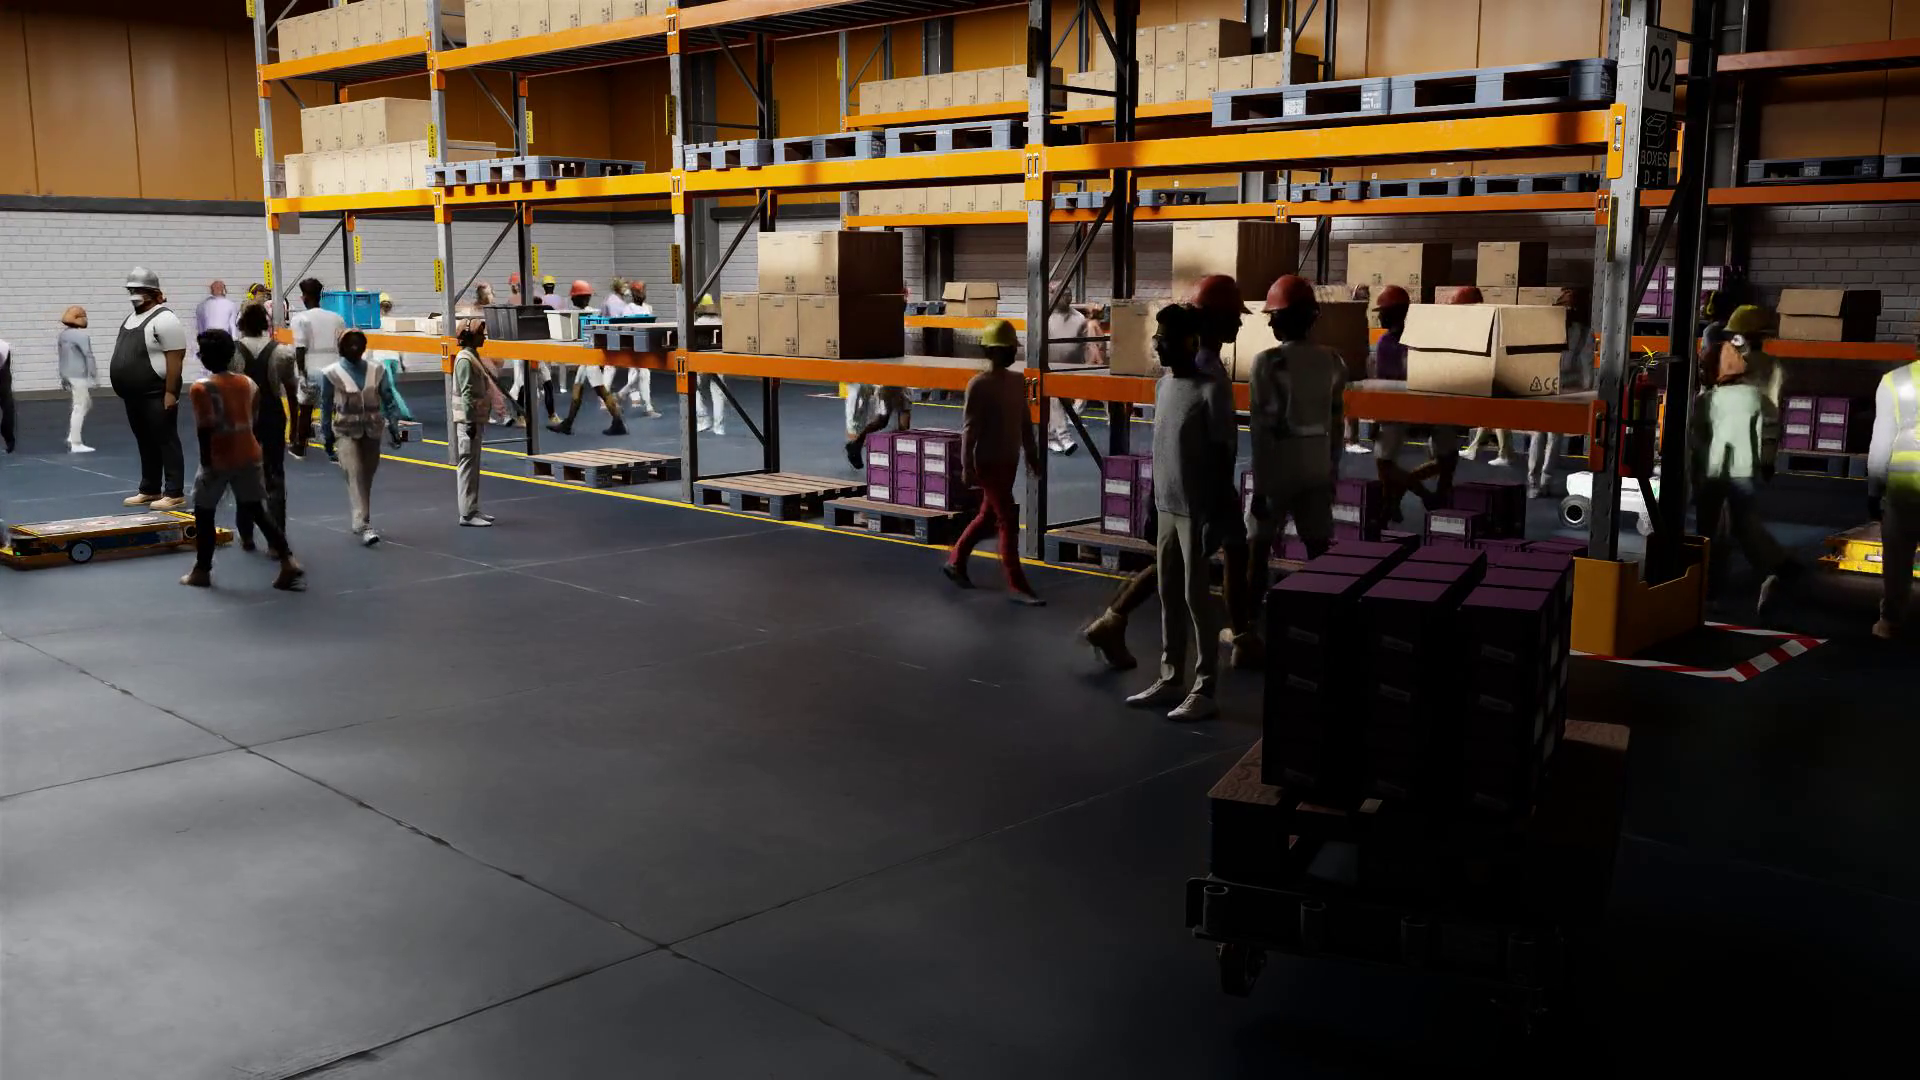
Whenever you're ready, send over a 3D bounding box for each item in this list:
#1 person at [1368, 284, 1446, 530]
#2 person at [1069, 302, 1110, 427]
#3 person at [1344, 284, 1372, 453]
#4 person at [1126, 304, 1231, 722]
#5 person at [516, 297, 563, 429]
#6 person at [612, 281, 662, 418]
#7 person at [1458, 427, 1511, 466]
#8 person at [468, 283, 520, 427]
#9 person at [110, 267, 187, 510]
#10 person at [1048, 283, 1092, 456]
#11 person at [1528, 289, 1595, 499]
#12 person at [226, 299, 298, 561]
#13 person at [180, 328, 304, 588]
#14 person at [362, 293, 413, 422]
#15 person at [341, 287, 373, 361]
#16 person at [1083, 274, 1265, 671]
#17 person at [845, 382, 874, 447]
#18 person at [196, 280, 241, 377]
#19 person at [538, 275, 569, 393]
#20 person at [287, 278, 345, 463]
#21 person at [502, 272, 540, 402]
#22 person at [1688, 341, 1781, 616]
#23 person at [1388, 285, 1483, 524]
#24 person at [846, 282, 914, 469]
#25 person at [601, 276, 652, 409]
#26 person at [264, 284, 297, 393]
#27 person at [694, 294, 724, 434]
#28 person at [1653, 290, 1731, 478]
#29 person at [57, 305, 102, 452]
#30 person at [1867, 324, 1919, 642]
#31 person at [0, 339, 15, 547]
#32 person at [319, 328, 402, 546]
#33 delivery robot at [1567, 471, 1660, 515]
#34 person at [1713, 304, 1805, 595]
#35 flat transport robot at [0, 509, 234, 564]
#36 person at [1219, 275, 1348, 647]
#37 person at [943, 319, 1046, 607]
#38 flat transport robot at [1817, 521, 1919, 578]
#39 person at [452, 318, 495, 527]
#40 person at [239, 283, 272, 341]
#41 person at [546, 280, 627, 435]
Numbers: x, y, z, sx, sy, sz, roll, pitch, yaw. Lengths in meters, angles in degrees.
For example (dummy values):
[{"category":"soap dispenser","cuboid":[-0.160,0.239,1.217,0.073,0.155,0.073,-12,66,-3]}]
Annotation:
[{"category":"person","cuboid":[3.303,-0.933,12.330,0.745,1.912,0.550,7,12,37]},{"category":"person","cuboid":[1.749,-2.225,21.196,0.665,1.616,0.519,3,10,20]},{"category":"person","cuboid":[4.270,-1.898,18.432,0.693,1.868,0.663,5,10,27]},{"category":"person","cuboid":[1.003,-0.117,7.487,0.310,1.859,0.532,-5,11,-29]},{"category":"person","cuboid":[-5.298,-2.221,20.977,0.753,1.668,0.547,2,9,12]},{"category":"person","cuboid":[-4.427,-2.590,22.647,0.780,1.863,0.573,4,10,23]},{"category":"person","cuboid":[5.426,-1.582,17.221,0.527,1.597,0.777,-8,13,-42]},{"category":"person","cuboid":[-6.004,-2.383,21.453,1.028,1.838,0.764,9,13,44]},{"category":"person","cuboid":[-6.865,-1.273,14.019,0.688,2.000,0.539,6,11,34]},{"category":"person","cuboid":[1.145,-1.845,18.061,0.673,1.855,0.960,-4,10,-23]},{"category":"person","cuboid":[5.216,-1.265,14.569,0.602,1.839,0.580,3,10,15]},{"category":"person","cuboid":[-4.956,-0.789,11.767,0.518,1.802,0.901,-4,10,-25]},{"category":"person","cuboid":[-4.563,-0.507,10.484,0.854,1.659,0.541,4,10,22]},{"category":"person","cuboid":[-7.300,-2.292,21.252,0.918,1.715,0.533,5,11,30]},{"category":"person","cuboid":[-8.138,-2.553,22.710,0.620,1.767,0.980,1,9,6]},{"category":"person","cuboid":[1.139,-0.317,8.310,1.011,2.013,0.601,2,10,14]},{"category":"person","cuboid":[-1.114,-1.997,18.831,0.641,1.916,0.557,-4,10,-25]},{"category":"person","cuboid":[-10.833,-2.868,24.380,0.670,1.856,0.995,0,9,2]},{"category":"person","cuboid":[-6.624,-3.325,26.966,0.585,1.921,0.373,-4,10,-23]},{"category":"person","cuboid":[-6.709,-1.760,17.363,0.975,1.917,0.621,8,12,42]},{"category":"person","cuboid":[-6.774,-3.076,25.324,0.898,1.958,0.619,3,10,17]},{"category":"person","cuboid":[4.464,-0.339,9.596,0.520,1.605,0.639,-2,10,-15]},{"category":"person","cuboid":[3.632,-0.986,12.689,0.688,1.911,0.549,5,11,30]},{"category":"person","cuboid":[-0.740,-1.575,16.278,0.777,1.913,0.557,7,12,37]},{"category":"person","cuboid":[-4.826,-2.831,23.997,0.865,1.907,0.637,2,9,10]},{"category":"person","cuboid":[-9.182,-2.520,22.276,0.429,1.845,0.621,8,12,41]},{"category":"person","cuboid":[-3.115,-2.154,20.361,0.539,1.721,0.520,6,11,34]},{"category":"person","cuboid":[7.006,-1.421,15.599,0.548,1.814,0.969,-8,12,-40]},{"category":"person","cuboid":[-9.739,-1.773,18.383,0.516,1.622,0.394,7,12,36]},{"category":"person","cuboid":[5.099,-0.278,8.689,0.645,1.799,0.932,3,10,15]},{"category":"person","cuboid":[-6.915,-0.799,11.635,0.803,1.879,0.620,7,12,38]},{"category":"person","cuboid":[-4.421,-0.766,12.277,0.514,1.592,0.864,-8,12,-40]},{"category":"delivery robot","cuboid":[5.081,-0.387,12.844,0.707,0.478,0.477,8,12,39]},{"category":"person","cuboid":[4.895,-0.548,10.284,0.589,1.809,0.797,-7,11,-35]},{"category":"flat transport robot","cuboid":[-6.031,-0.036,11.842,0.652,0.197,1.431,9,13,44]},{"category":"person","cuboid":[1.740,-0.345,8.478,0.625,2.003,1.034,-5,10,-27]},{"category":"person","cuboid":[0.192,-0.494,10.221,0.883,1.727,0.526,7,12,37]},{"category":"flat transport robot","cuboid":[6.424,0.049,11.325,0.652,0.197,1.431,9,13,44]},{"category":"person","cuboid":[-3.848,-0.928,13.132,0.311,1.638,0.521,-2,9,-9]},{"category":"person","cuboid":[-8.984,-2.376,21.396,0.433,1.834,0.564,5,11,28]},{"category":"person","cuboid":[-4.525,-2.192,20.150,0.992,1.893,0.550,-1,9,-4]}]
